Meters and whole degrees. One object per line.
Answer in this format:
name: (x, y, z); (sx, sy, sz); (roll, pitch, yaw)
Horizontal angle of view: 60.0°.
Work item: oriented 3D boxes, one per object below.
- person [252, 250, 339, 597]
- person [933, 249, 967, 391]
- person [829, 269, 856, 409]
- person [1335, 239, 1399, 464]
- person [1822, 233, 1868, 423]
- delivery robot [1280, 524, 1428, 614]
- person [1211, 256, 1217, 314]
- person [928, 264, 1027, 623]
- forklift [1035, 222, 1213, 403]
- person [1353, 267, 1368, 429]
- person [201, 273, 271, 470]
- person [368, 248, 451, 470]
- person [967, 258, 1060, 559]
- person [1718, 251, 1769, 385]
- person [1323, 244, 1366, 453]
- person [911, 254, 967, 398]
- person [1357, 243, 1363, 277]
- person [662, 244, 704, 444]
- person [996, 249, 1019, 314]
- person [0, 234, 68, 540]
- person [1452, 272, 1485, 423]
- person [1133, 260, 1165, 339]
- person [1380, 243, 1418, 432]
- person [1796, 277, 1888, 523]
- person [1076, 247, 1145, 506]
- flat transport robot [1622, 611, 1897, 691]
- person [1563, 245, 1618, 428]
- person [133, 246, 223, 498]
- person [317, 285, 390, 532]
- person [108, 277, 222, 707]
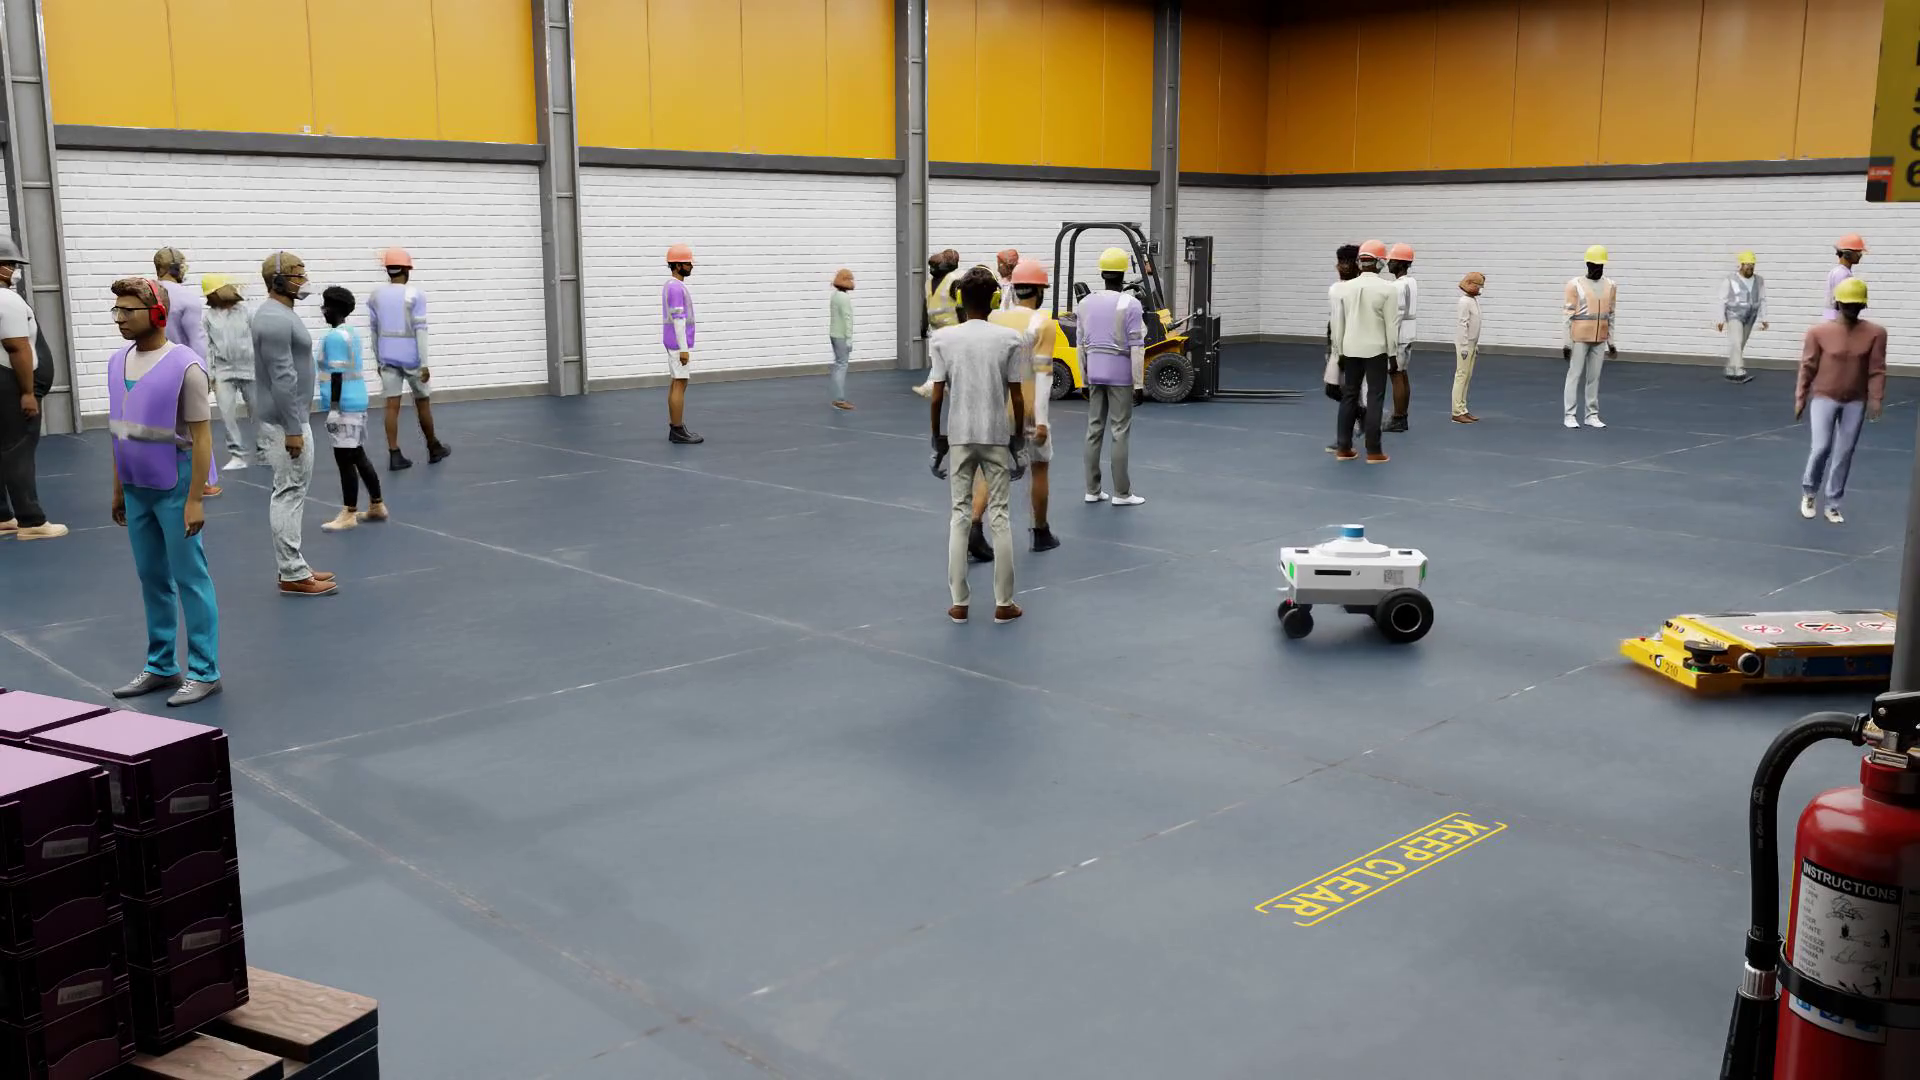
person: (-3.768, -0.651, 9.375); (0.372, 1.940, 0.629); (-4, 11, -21)
person: (-0.131, -2.869, 21.736); (0.429, 1.844, 0.626); (-6, 12, -31)
person: (-1.355, -2.349, 19.504); (0.383, 1.626, 0.549); (-5, 12, -26)
person: (3.646, -1.680, 14.870); (0.396, 1.986, 0.614); (-10, 14, -44)
person: (9.547, -2.291, 18.024); (0.379, 2.046, 0.605); (4, 11, 23)
delivery robot: (1.991, 0.164, 8.449); (0.707, 0.478, 0.477); (1, 10, 4)
person: (3.567, -3.259, 24.078); (0.365, 1.758, 0.577); (-3, 11, -13)
person: (0.091, -0.491, 8.699); (0.520, 1.868, 0.335); (1, 10, 8)
forklift: (1.935, -2.847, 20.651); (2.313, 2.155, 1.214); (2, 11, 13)
person: (4.269, -2.097, 17.405); (0.337, 1.882, 0.583); (2, 11, 9)
person: (-6.192, -1.453, 14.398); (0.670, 1.698, 0.395); (-5, 11, -25)
person: (-4.837, -1.586, 14.551); (0.571, 1.904, 0.801); (2, 11, 9)
person: (0.308, -0.816, 10.442); (0.553, 1.895, 0.890); (8, 13, 38)
person: (10.684, -3.007, 22.601); (0.597, 1.794, 0.914); (-2, 11, -9)
person: (3.704, -1.794, 15.589); (0.621, 1.945, 0.598); (-6, 12, -29)
person: (-0.221, -2.681, 20.871); (0.972, 1.784, 0.633); (-8, 13, -36)
person: (6.469, -3.804, 26.651); (0.408, 1.906, 0.653); (-4, 11, -22)
person: (-2.718, -1.909, 16.237); (0.354, 1.939, 0.544); (-3, 11, -15)
person: (0.533, -2.001, 16.885); (0.352, 1.882, 0.576); (-2, 11, -10)
person: (-6.362, -1.027, 11.146); (0.682, 2.000, 0.536); (6, 12, 30)
person: (5.514, -2.087, 18.035); (0.289, 1.633, 0.497); (6, 12, 29)
person: (3.007, -3.642, 26.517); (0.507, 1.632, 0.268); (3, 11, 14)
person: (4.508, -2.078, 17.148); (0.347, 1.943, 0.545); (6, 12, 29)
person: (6.175, -0.969, 11.662); (0.532, 1.740, 0.447); (2, 11, 12)
person: (1.138, -1.216, 12.475); (0.589, 1.930, 0.356); (9, 14, 40)
flat transport robot: (3.896, 0.498, 7.660); (1.431, 0.197, 0.652); (-1, 10, -6)
person: (6.633, -2.131, 17.487); (0.611, 1.923, 0.377); (-3, 11, -14)
person: (-6.028, -1.272, 12.761); (0.633, 1.936, 0.353); (3, 11, 18)
person: (-4.213, -0.908, 11.505); (0.448, 1.669, 0.616); (-2, 11, -9)
person: (-3.454, -0.210, 7.221); (0.567, 1.846, 0.389); (5, 12, 26)
